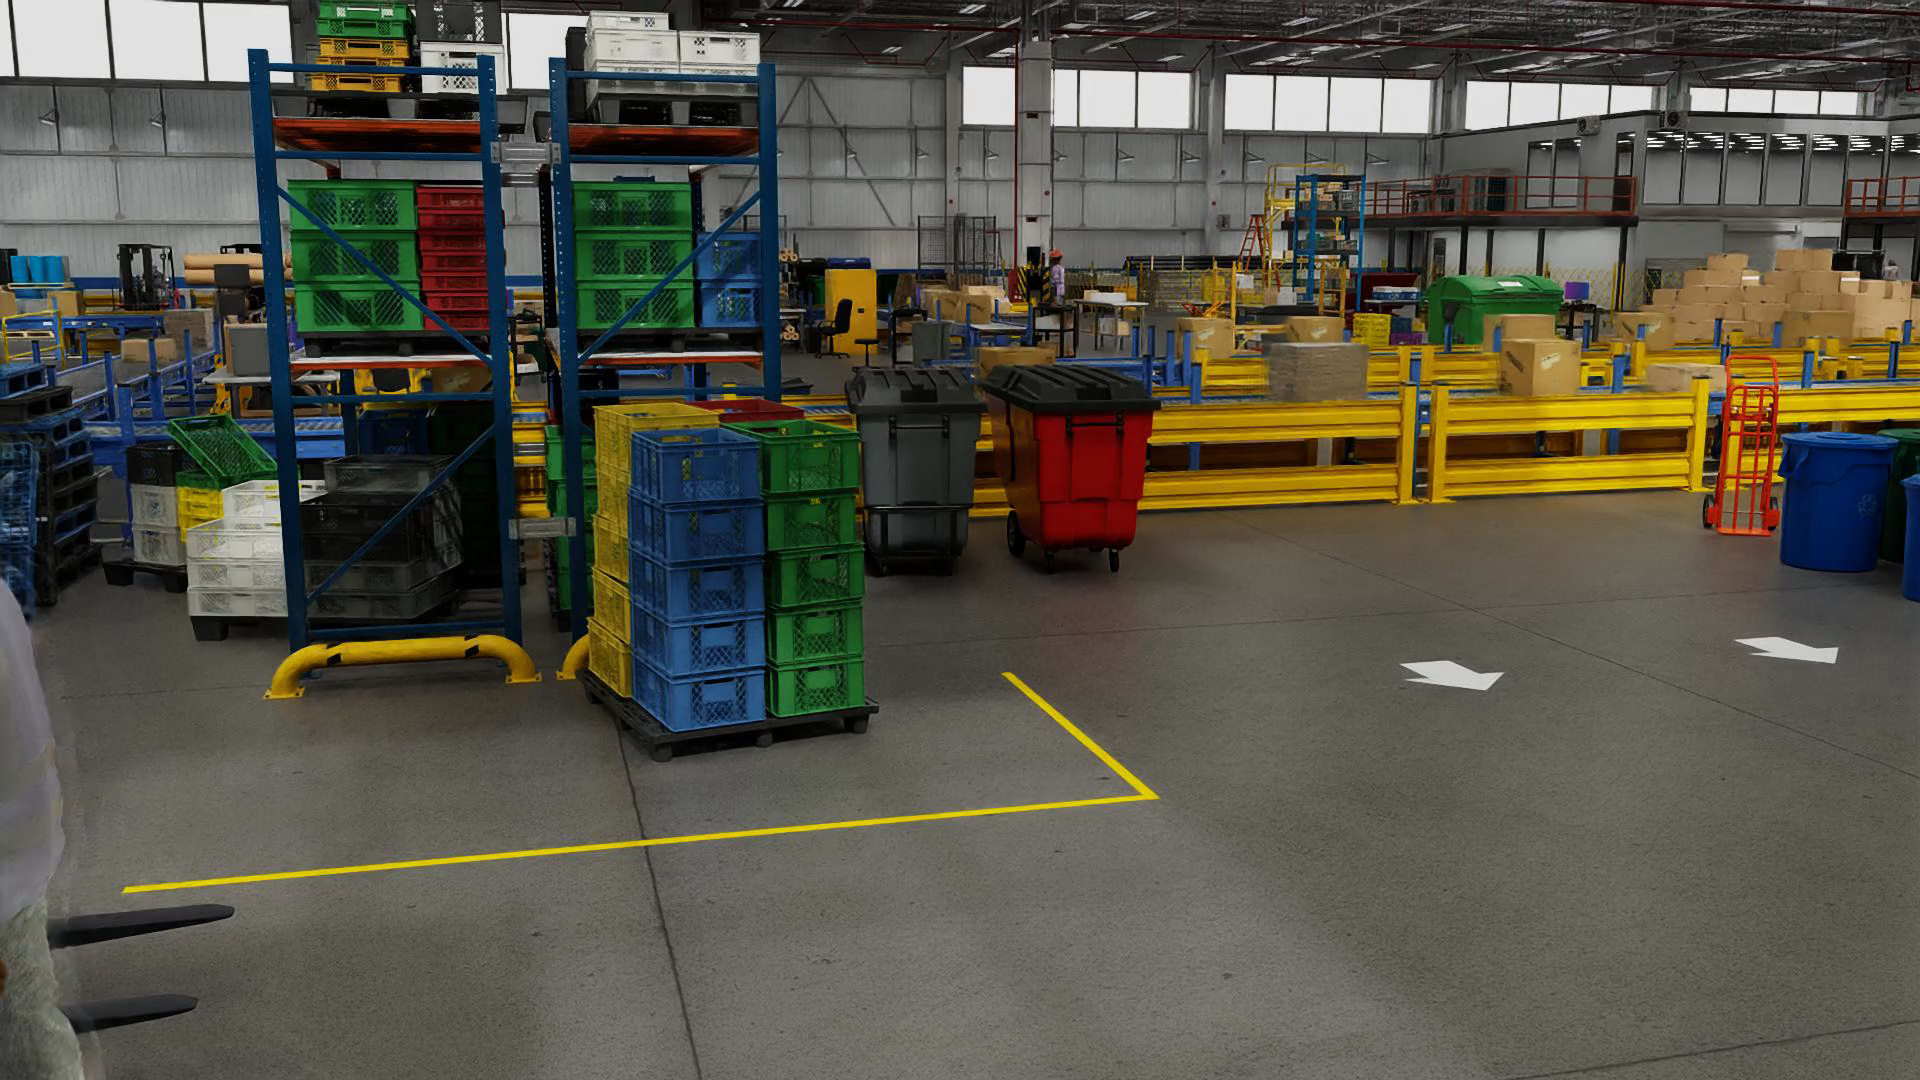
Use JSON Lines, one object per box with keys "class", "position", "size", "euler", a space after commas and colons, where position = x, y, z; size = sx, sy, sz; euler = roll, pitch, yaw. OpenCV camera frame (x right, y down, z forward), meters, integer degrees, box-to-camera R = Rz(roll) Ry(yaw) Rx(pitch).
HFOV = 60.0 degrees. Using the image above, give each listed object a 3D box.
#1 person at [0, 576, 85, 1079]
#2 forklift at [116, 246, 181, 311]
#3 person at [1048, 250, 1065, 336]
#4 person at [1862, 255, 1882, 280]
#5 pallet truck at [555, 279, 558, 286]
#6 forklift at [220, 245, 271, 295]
{"class": "person", "position": [-2.102, 0.664, 3.250], "size": [0.737, 1.808, 0.597], "euler": [-3, 11, -19]}
{"class": "forklift", "position": [-19.966, -6.232, 40.894], "size": [1.157, 1.987, 2.680], "euler": [-3, 10, -15]}
{"class": "person", "position": [2.280, -5.856, 39.482], "size": [0.395, 2.044, 0.609], "euler": [4, 11, 19]}
{"class": "person", "position": [28.015, -7.823, 51.069], "size": [0.585, 1.882, 0.337], "euler": [8, 13, 39]}
{"class": "pallet truck", "position": [-10.604, -6.375, 44.520], "size": [0.653, 1.274, 1.630], "euler": [-3, 10, -15]}
{"class": "forklift", "position": [-17.749, -6.334, 41.440], "size": [1.157, 1.987, 2.680], "euler": [-3, 10, -17]}
